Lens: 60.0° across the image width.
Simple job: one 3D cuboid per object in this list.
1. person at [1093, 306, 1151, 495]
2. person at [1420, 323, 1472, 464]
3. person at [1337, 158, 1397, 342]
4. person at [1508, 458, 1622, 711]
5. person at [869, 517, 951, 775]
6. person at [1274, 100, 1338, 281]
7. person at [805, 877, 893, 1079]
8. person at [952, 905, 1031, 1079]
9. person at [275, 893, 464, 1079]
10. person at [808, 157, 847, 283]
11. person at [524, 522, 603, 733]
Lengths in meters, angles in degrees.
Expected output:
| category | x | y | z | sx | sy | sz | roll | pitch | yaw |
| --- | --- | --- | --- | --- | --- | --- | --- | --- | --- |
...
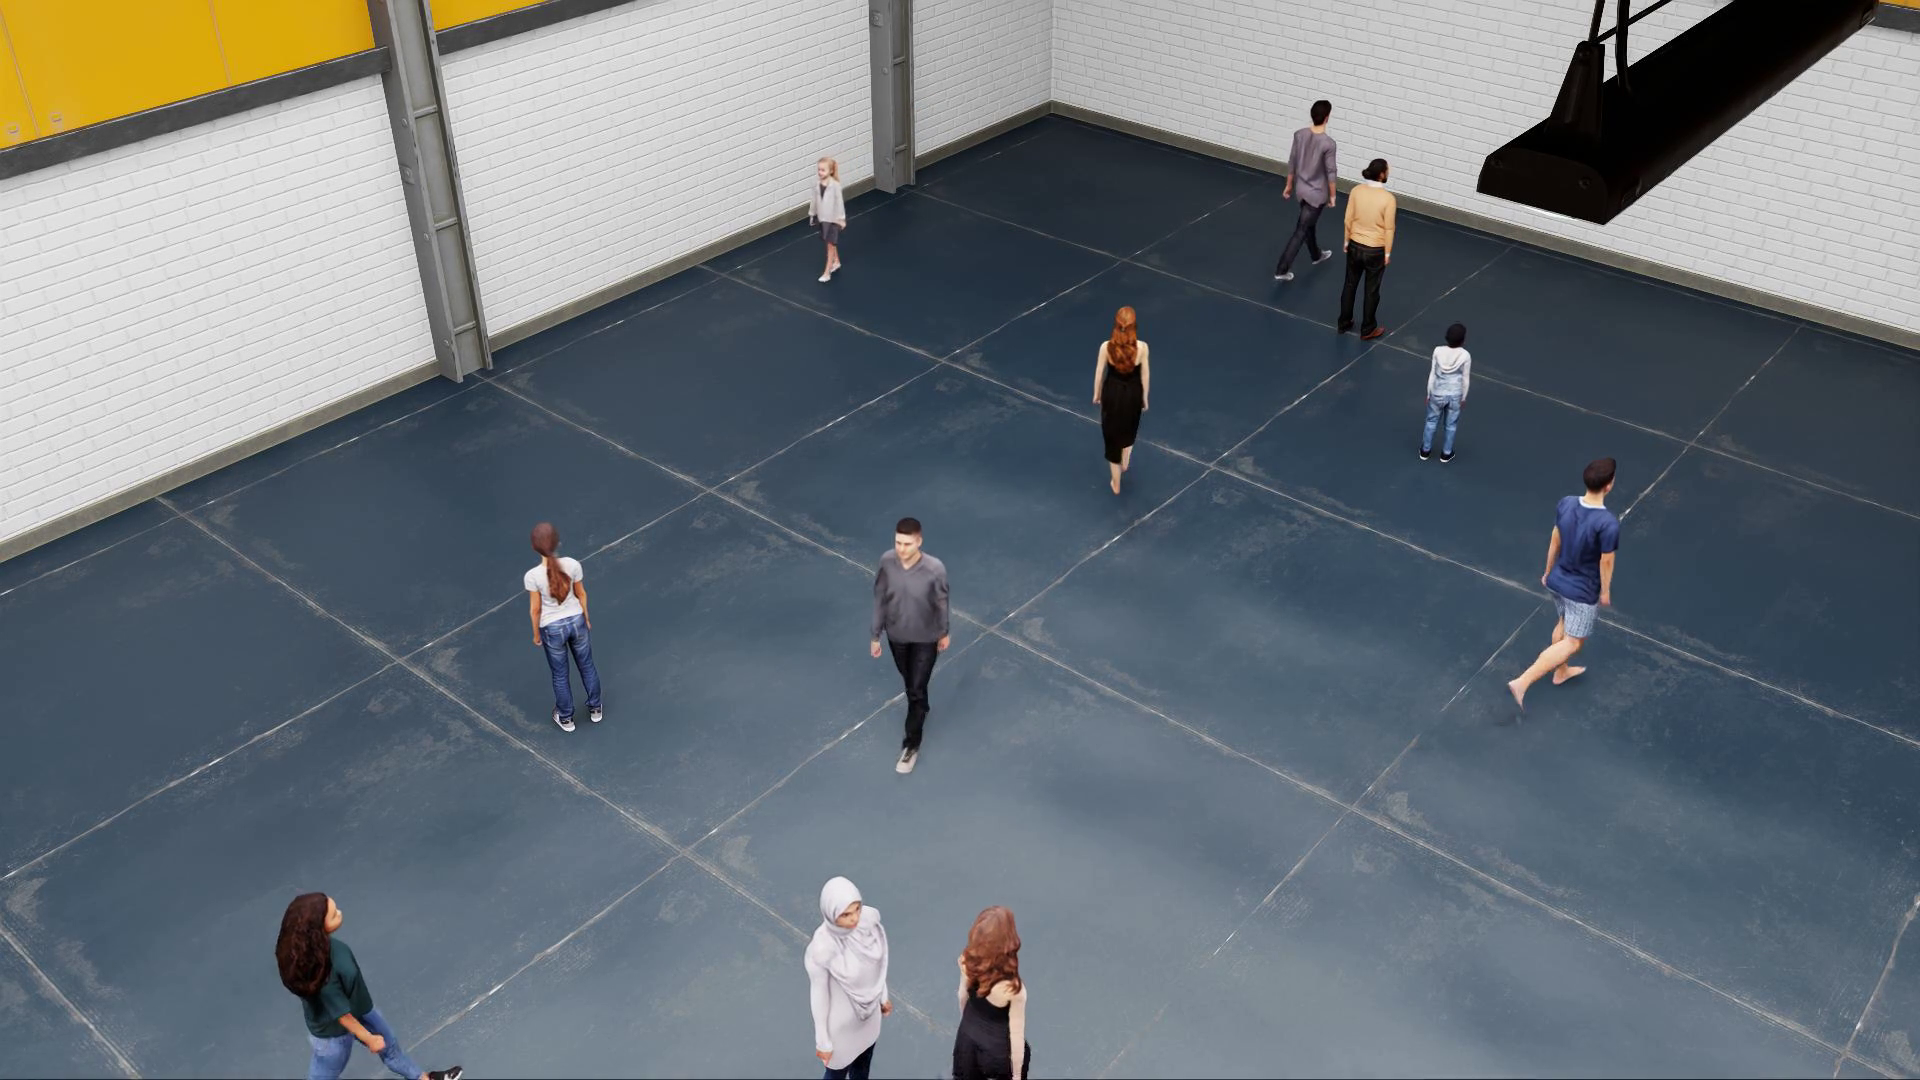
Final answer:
| category | x | y | z | sx | sy | sz | roll | pitch | yaw |
| --- | --- | --- | --- | --- | --- | --- | --- | --- | --- |
| person | 1.301 | -1.079 | 13.324 | 0.842 | 1.610 | 0.912 | -1 | 34 | -1 |
| person | 4.055 | -1.236 | 13.876 | 0.541 | 1.261 | 0.567 | 12 | 35 | 17 |
| person | 3.843 | -2.746 | 15.705 | 0.649 | 1.752 | 0.583 | 26 | 42 | 34 |
| person | 4.027 | 0.326 | 11.015 | 1.163 | 1.825 | 0.887 | -17 | 37 | -24 |
| person | -0.275 | 0.562 | 10.743 | 0.841 | 1.735 | 1.046 | 11 | 35 | 16 |
| person | 3.475 | -3.471 | 16.745 | 1.245 | 1.807 | 0.872 | -24 | 40 | -31 |
| person | -0.540 | 2.307 | 8.081 | 0.681 | 1.775 | 0.470 | 27 | 42 | 35 |
| person | 0.071 | 2.468 | 7.895 | 0.642 | 1.714 | 1.109 | 23 | 40 | 30 |
| person | -3.122 | 2.405 | 8.120 | 1.206 | 1.569 | 0.931 | -14 | 36 | -20 |
| person | -1.308 | -3.314 | 17.007 | 0.602 | 1.255 | 0.786 | 18 | 38 | 25 |
| person | -2.606 | 0.556 | 10.908 | 0.557 | 1.563 | 0.668 | -16 | 37 | -23 |
